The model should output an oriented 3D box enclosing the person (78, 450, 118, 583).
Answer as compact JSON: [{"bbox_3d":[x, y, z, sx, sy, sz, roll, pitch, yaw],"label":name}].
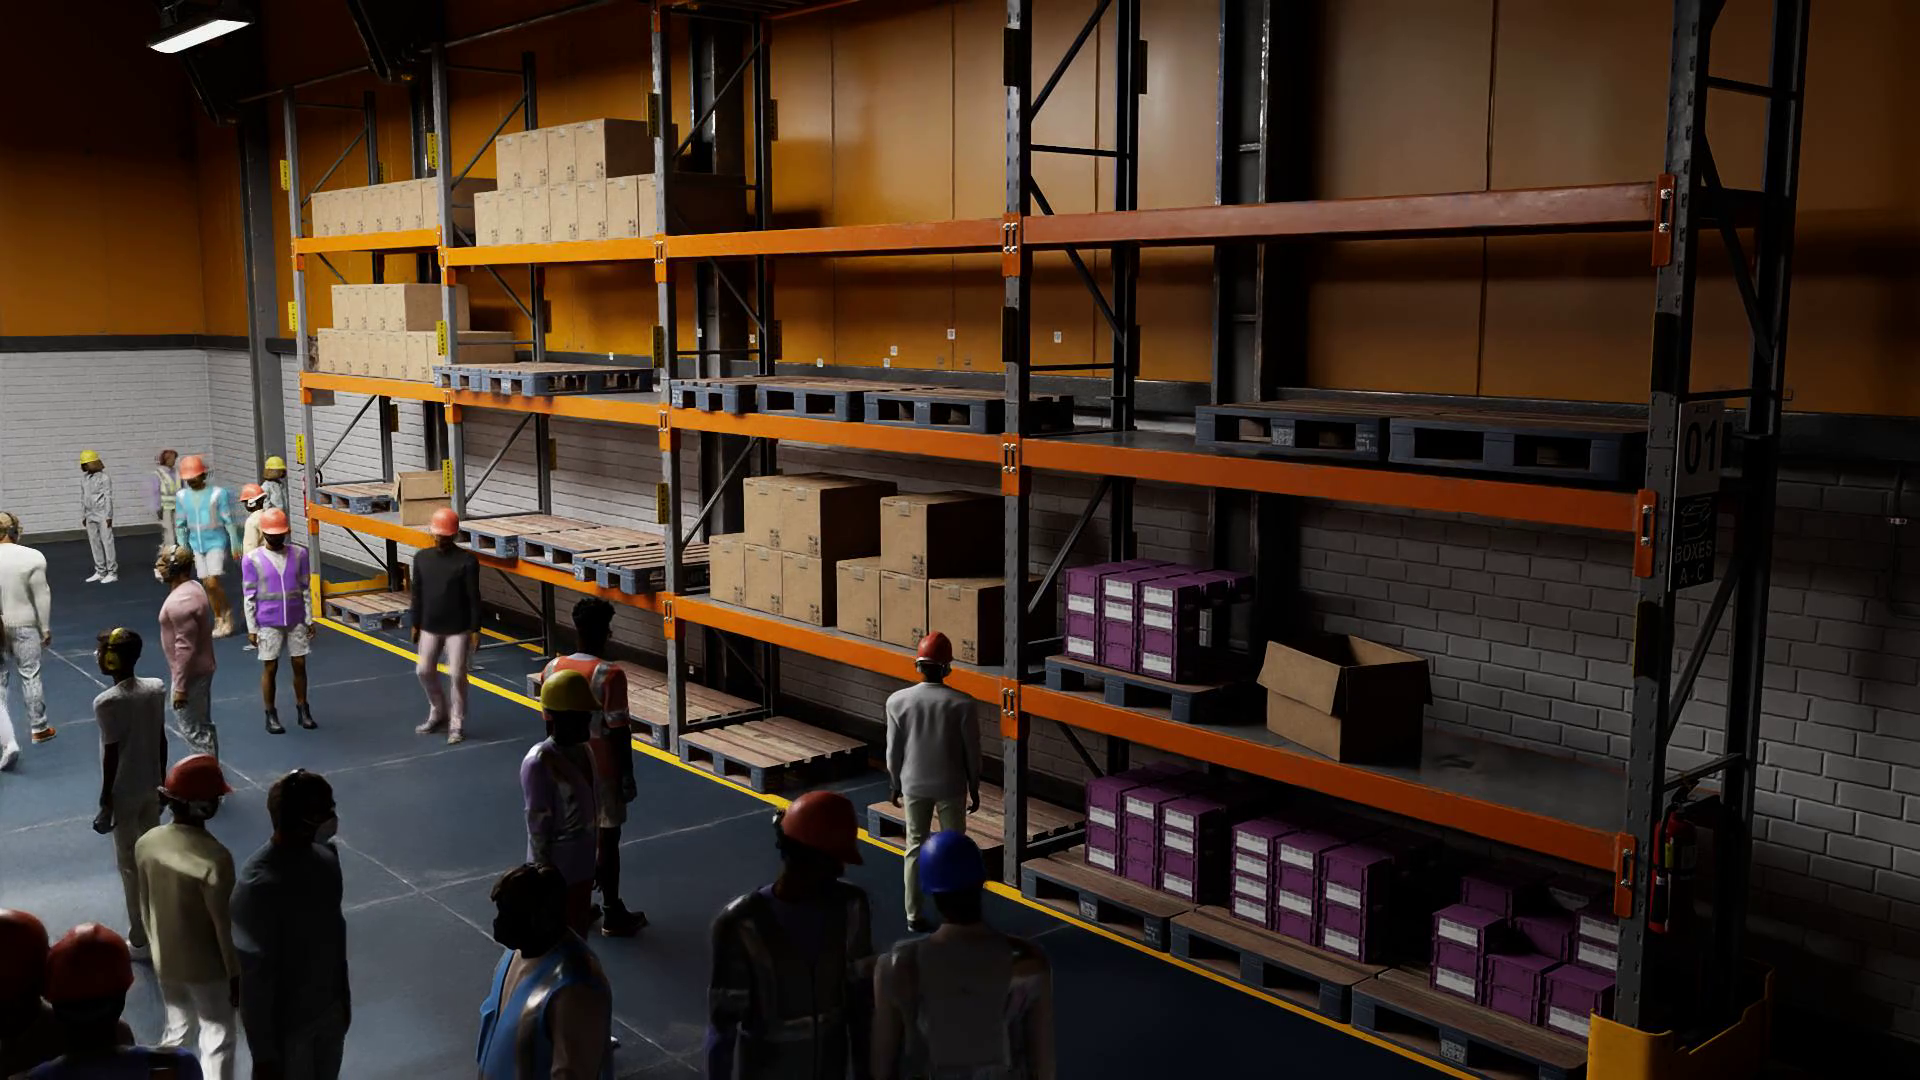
[{"bbox_3d":[-11.200,-0.307,21.556,0.494,1.730,0.325,3,9,21],"label":"person"}]

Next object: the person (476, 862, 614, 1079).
[{"bbox_3d":[-1.369,1.953,5.508,0.430,1.836,0.619,-5,10,-33],"label":"person"}]

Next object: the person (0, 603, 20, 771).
[{"bbox_3d":[-7.598,0.889,12.842,0.753,1.850,0.536,5,10,31],"label":"person"}]

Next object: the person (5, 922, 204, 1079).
[{"bbox_3d":[-2.384,2.020,4.671,0.551,1.932,0.378,-4,9,-28],"label":"person"}]

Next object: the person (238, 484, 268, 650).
[{"bbox_3d":[-7.364,0.277,17.462,0.348,1.740,0.574,0,8,-1],"label":"person"}]

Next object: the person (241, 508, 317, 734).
[{"bbox_3d":[-5.737,0.681,14.038,0.549,1.923,0.390,-7,11,-39],"label":"person"}]

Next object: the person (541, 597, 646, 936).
[{"bbox_3d":[-2.114,1.299,9.596,0.603,1.959,0.377,4,9,27],"label":"person"}]

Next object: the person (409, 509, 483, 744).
[{"bbox_3d":[-4.246,0.705,13.738,0.706,1.969,0.538,2,8,15],"label":"person"}]

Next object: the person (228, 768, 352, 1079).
[{"bbox_3d":[-2.483,1.799,6.242,0.374,1.931,0.631,1,8,6],"label":"person"}]

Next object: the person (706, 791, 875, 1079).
[{"bbox_3d":[-0.563,1.844,5.653,0.645,2.009,0.405,-6,10,-35],"label":"person"}]

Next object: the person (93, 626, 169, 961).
[{"bbox_3d":[-4.597,1.399,9.218,0.314,1.868,0.536,2,8,13],"label":"person"}]

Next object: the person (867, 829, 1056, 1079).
[{"bbox_3d":[0.013,1.906,5.517,0.632,1.923,0.625,-1,8,-6],"label":"person"}]

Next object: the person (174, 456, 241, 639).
[{"bbox_3d":[-8.101,0.089,17.853,0.640,2.001,0.530,1,8,9],"label":"person"}]

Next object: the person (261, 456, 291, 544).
[{"bbox_3d":[-8.401,-0.159,20.477,0.289,1.746,0.487,1,8,6],"label":"person"}]

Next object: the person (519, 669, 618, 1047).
[{"bbox_3d":[-1.854,1.559,7.902,0.369,1.928,0.585,1,8,9],"label":"person"}]

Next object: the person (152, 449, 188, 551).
[{"bbox_3d":[-10.882,-0.438,22.837,0.458,1.629,0.525,3,9,21],"label":"person"}]

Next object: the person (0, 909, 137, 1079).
[{"bbox_3d":[-2.625,1.990,4.715,0.620,1.986,0.408,-4,9,-24],"label":"person"}]

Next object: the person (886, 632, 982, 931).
[{"bbox_3d":[-0.143,1.397,9.619,0.562,1.753,0.327,2,8,11],"label":"person"}]

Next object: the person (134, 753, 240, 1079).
[{"bbox_3d":[-3.223,1.766,7.082,0.572,1.751,0.342,4,9,28],"label":"person"}]

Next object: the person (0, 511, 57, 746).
[{"bbox_3d":[-7.794,0.729,13.650,0.629,1.934,0.376,-2,8,-13],"label":"person"}]

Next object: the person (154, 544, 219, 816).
[{"bbox_3d":[-5.496,0.987,11.840,0.376,1.940,0.629,-2,9,-17],"label":"person"}]
